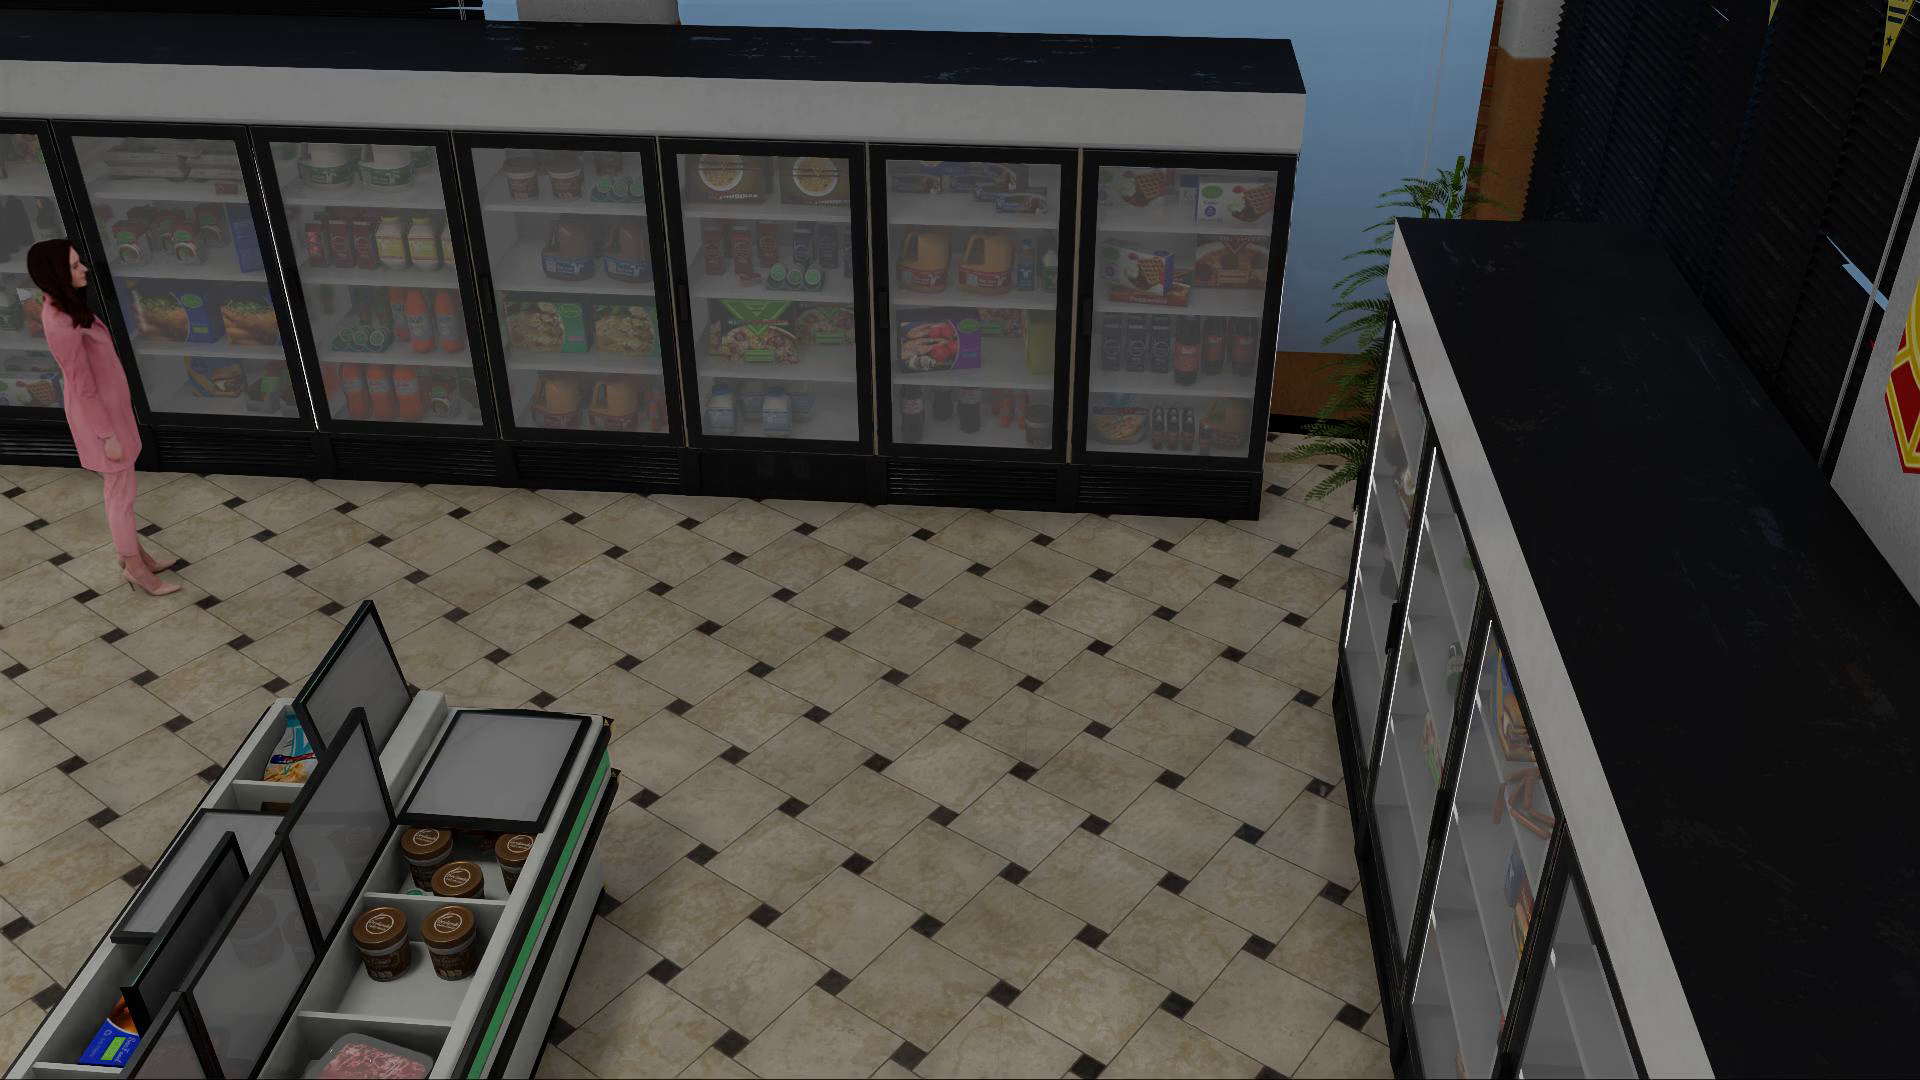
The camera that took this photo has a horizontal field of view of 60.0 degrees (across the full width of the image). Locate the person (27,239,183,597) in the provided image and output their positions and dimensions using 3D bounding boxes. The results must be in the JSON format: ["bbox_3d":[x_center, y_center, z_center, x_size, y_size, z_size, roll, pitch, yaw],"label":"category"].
[{"bbox_3d":[-4.065,-0.559,7.866,0.750,1.803,0.627,-13,34,-20],"label":"person"}]
